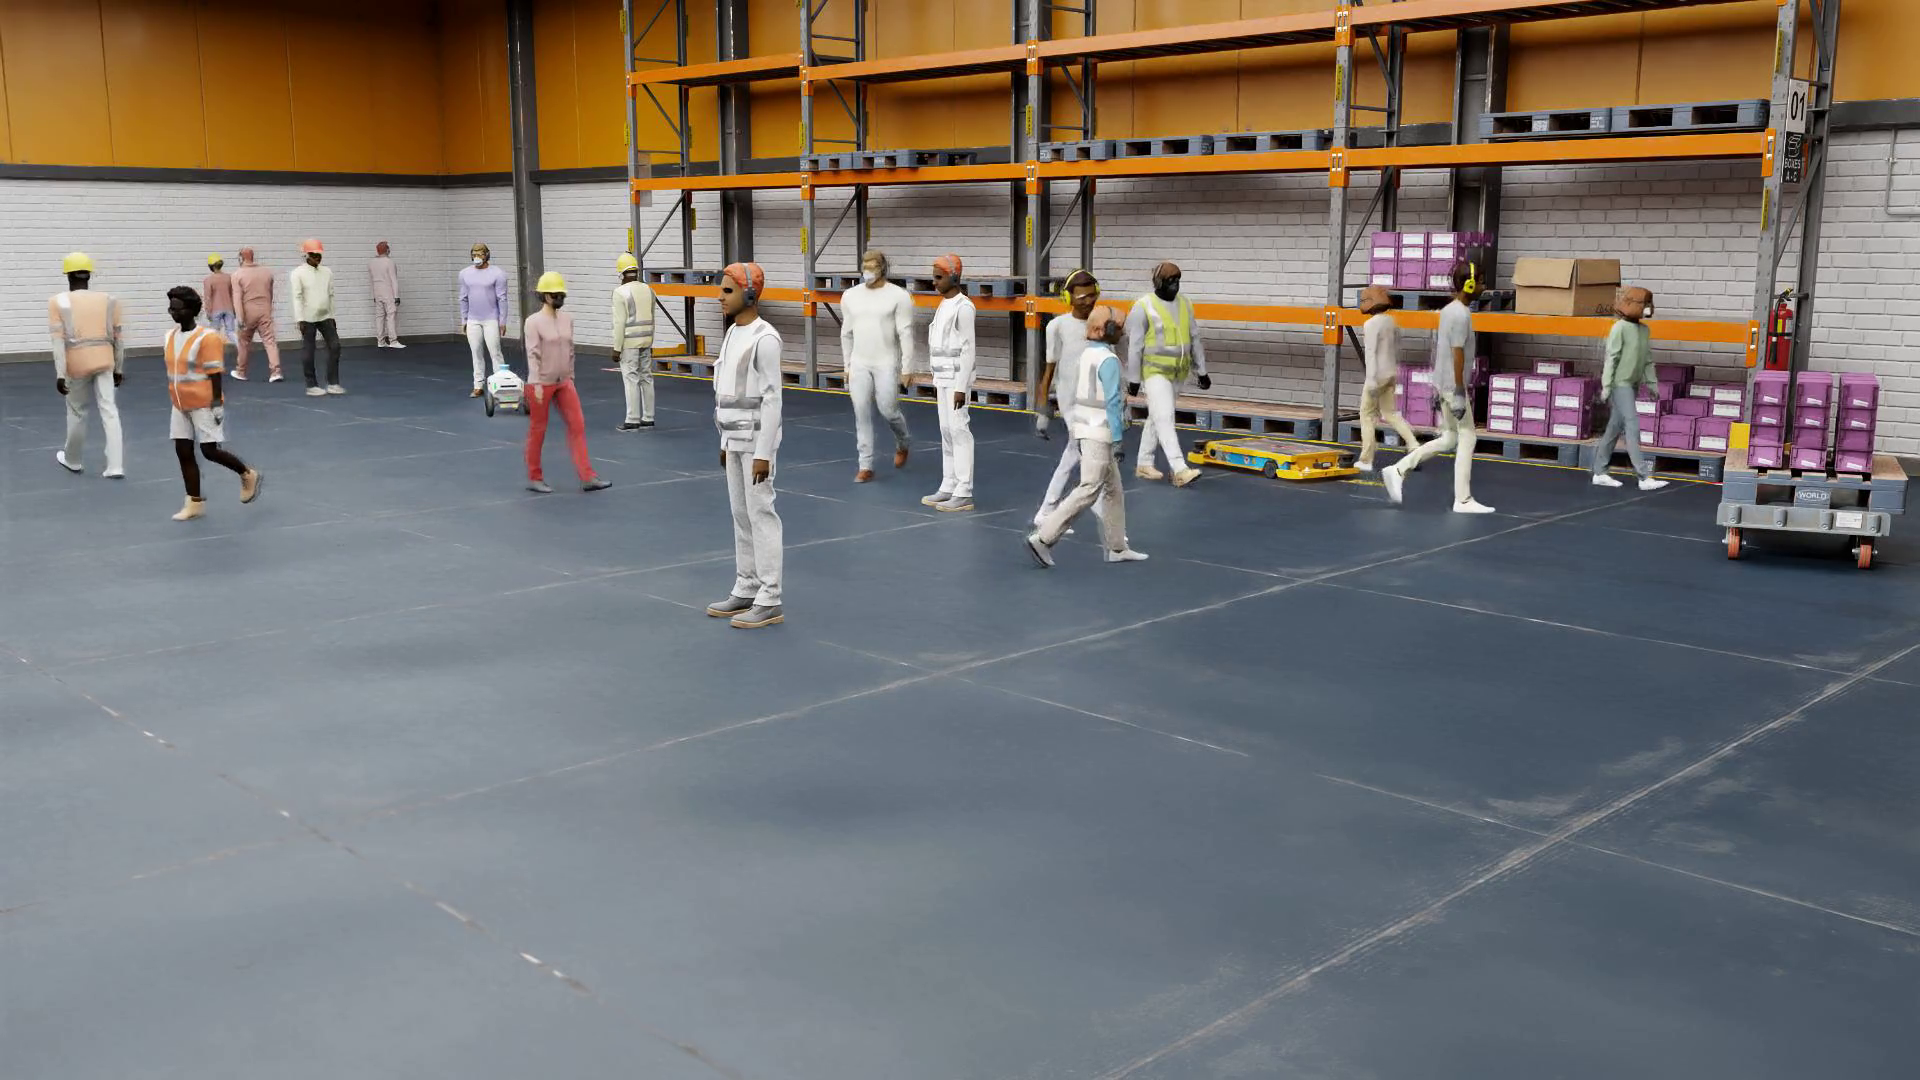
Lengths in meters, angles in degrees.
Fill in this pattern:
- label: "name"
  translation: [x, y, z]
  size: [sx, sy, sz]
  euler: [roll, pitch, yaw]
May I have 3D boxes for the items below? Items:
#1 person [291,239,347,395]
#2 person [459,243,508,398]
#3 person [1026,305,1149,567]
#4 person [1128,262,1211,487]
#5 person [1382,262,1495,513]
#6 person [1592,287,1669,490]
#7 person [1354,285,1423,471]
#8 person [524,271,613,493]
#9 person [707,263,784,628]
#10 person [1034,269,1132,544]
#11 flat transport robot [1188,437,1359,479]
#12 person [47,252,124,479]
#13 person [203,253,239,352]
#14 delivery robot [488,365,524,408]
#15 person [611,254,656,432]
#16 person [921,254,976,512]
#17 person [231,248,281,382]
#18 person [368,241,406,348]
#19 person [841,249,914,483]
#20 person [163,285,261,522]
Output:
- label: "person"
  translation: [-8.044, -2.789, 20.926]
  size: [0.702, 1.971, 0.659]
  euler: [7, 12, 33]
- label: "person"
  translation: [-5.935, -2.731, 20.758]
  size: [0.622, 1.932, 0.368]
  euler: [2, 11, 11]
- label: "person"
  translation: [0.777, -0.623, 10.139]
  size: [0.752, 1.610, 0.551]
  euler: [-2, 11, -9]
- label: "person"
  translation: [1.729, -1.344, 13.531]
  size: [0.642, 1.789, 0.947]
  euler: [-8, 13, -36]
- label: "person"
  translation: [3.533, -1.101, 12.123]
  size: [0.732, 1.840, 0.519]
  euler: [1, 10, 4]
- label: "person"
  translation: [5.403, -1.191, 13.205]
  size: [0.527, 1.597, 0.775]
  euler: [-9, 14, -41]
- label: "person"
  translation: [3.673, -1.373, 14.216]
  size: [0.605, 1.604, 0.543]
  euler: [8, 13, 38]
- label: "person"
  translation: [-3.102, -1.208, 12.968]
  size: [0.817, 1.734, 0.545]
  euler: [7, 12, 33]
- label: "person"
  translation: [-1.108, -0.490, 8.649]
  size: [0.355, 1.882, 0.575]
  euler: [-6, 12, -30]
- label: "person"
  translation: [0.811, -0.875, 10.991]
  size: [0.612, 1.809, 0.951]
  euler: [-8, 13, -36]
- label: "flat transport robot"
  translation: [2.669, -0.714, 14.265]
  size: [0.652, 0.197, 1.431]
  euler: [-7, 12, -32]
- label: "person"
  translation: [-7.334, -1.462, 13.967]
  size: [0.996, 1.870, 0.616]
  euler: [9, 14, 41]
- label: "person"
  translation: [-11.417, -3.563, 25.769]
  size: [0.582, 1.746, 0.535]
  euler: [8, 13, 36]
- label: "delivery robot"
  translation: [-5.144, -1.739, 18.828]
  size: [0.477, 0.478, 0.707]
  euler: [-4, 11, -20]
- label: "person"
  translation: [-3.387, -2.029, 17.187]
  size: [0.404, 1.829, 0.591]
  euler: [6, 12, 30]
- label: "person"
  translation: [-0.065, -1.155, 12.265]
  size: [0.355, 1.887, 0.574]
  euler: [-4, 11, -19]
- label: "person"
  translation: [-9.781, -3.106, 23.023]
  size: [1.023, 1.850, 0.650]
  euler: [8, 13, 39]
- label: "person"
  translation: [-10.296, -4.399, 29.883]
  size: [0.648, 1.912, 0.409]
  euler: [5, 12, 27]
- label: "person"
  translation: [-0.667, -1.453, 13.816]
  size: [0.633, 1.918, 0.779]
  euler: [4, 11, 19]
- label: "person"
  translation: [-5.408, -0.984, 11.920]
  size: [0.532, 1.681, 0.609]
  euler: [5, 11, 24]
